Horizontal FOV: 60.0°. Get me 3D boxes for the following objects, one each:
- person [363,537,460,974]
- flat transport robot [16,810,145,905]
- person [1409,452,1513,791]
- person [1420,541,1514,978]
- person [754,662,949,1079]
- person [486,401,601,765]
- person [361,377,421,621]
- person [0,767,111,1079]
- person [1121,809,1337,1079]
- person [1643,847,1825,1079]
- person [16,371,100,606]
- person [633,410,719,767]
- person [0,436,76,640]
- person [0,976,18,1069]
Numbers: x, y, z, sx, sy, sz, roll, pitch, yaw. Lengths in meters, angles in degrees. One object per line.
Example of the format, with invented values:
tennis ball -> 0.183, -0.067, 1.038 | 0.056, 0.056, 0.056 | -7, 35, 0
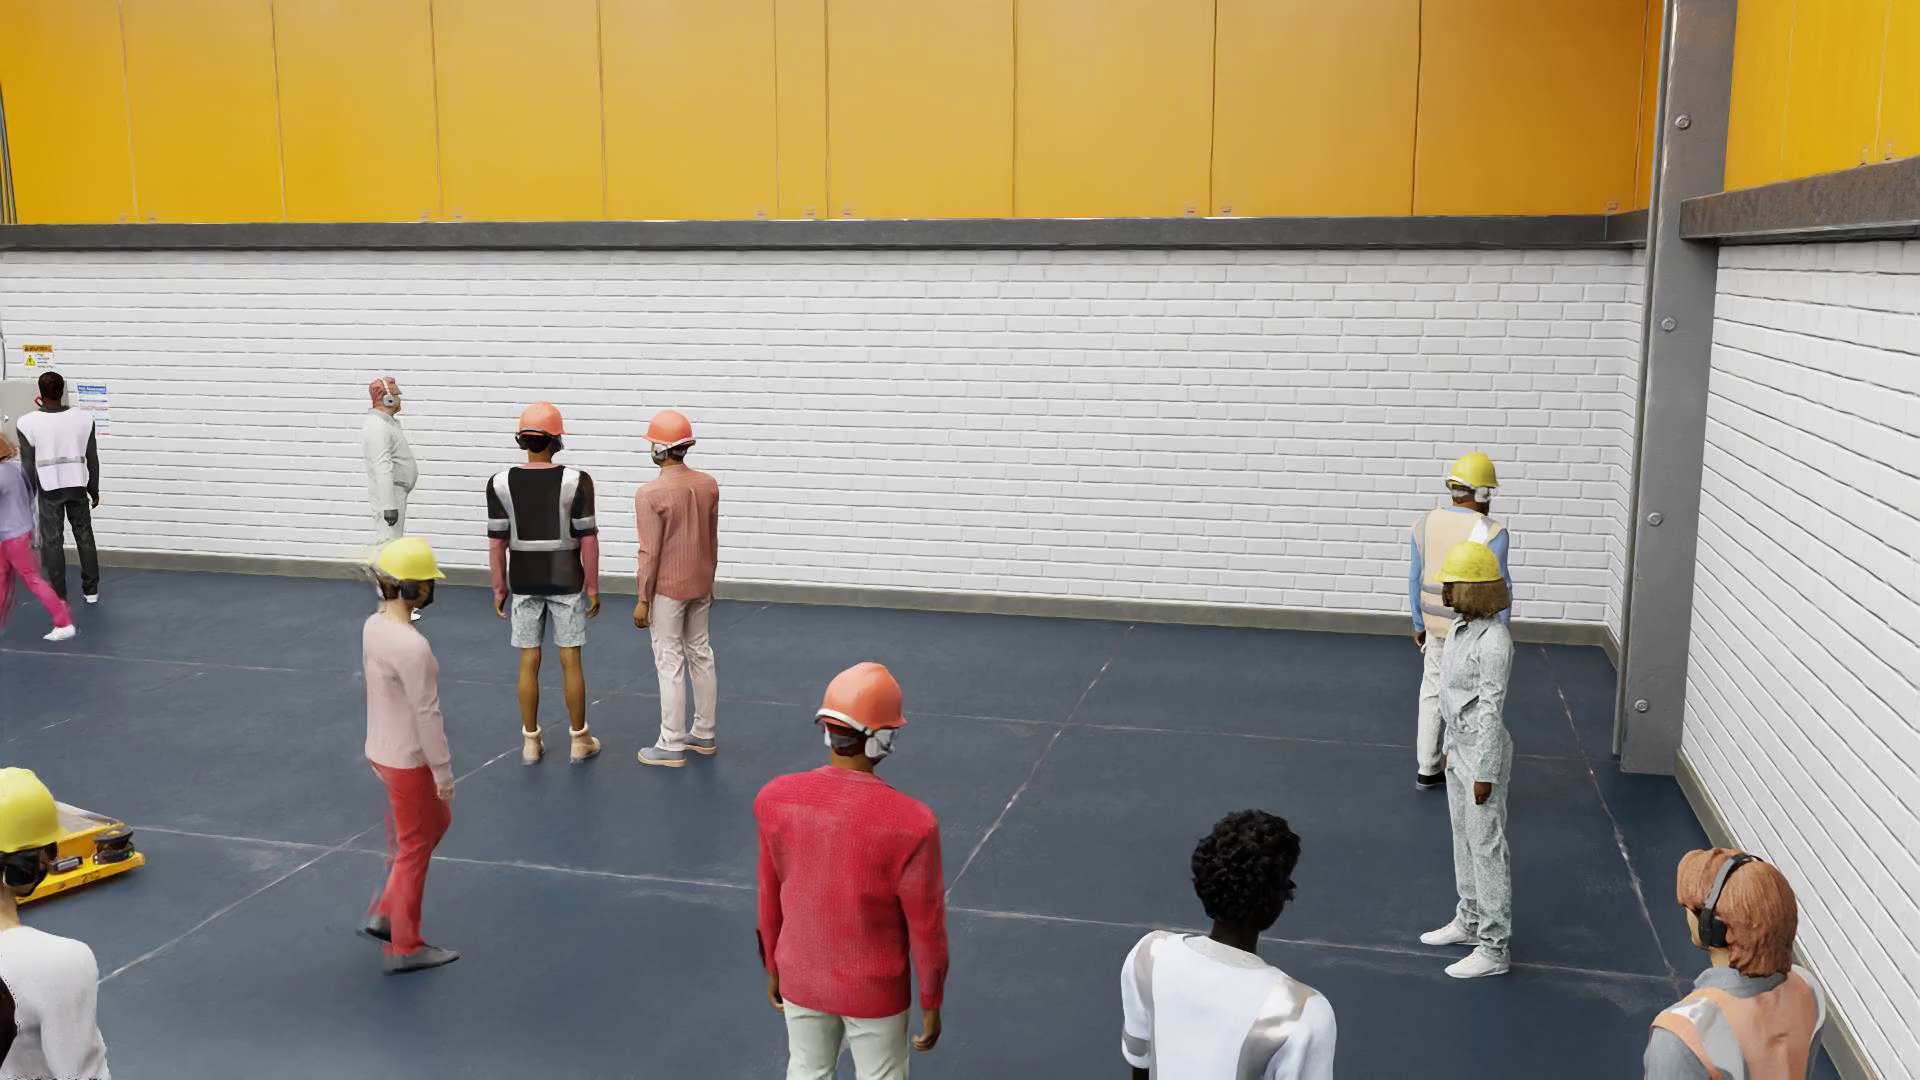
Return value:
person -> -2.155, 0.854, 6.587 | 0.370, 1.753, 0.534 | -7, 12, -35
flat transport robot -> -4.530, 1.395, 7.760 | 1.431, 0.197, 0.652 | 6, 11, 32
person -> 2.639, 0.452, 8.731 | 0.403, 1.827, 0.601 | -7, 12, -35
person -> 2.021, 0.860, 6.622 | 0.343, 1.735, 0.484 | 0, 10, -1
person -> -0.292, 1.195, 4.619 | 0.577, 1.738, 0.354 | 4, 10, 23
person -> -2.315, 0.245, 9.320 | 0.605, 2.045, 0.388 | 0, 10, -1
person -> -4.456, -0.322, 13.052 | 0.409, 1.910, 0.651 | -3, 10, -18
person -> -2.044, 1.358, 3.617 | 0.547, 1.753, 0.393 | 2, 10, 14
person -> 0.566, 1.402, 3.557 | 0.319, 1.687, 0.539 | -9, 13, -44
person -> 1.580, 1.440, 3.474 | 0.515, 1.641, 0.309 | -7, 12, -34
person -> -7.320, -0.411, 13.553 | 0.391, 1.920, 0.593 | 9, 13, 44
person -> -1.591, 0.268, 9.323 | 0.375, 1.997, 0.612 | 6, 11, 32
person -> -6.977, -0.023, 12.228 | 0.824, 1.586, 0.508 | -2, 10, -13
person -> -1.433, 1.494, 2.484 | 0.309, 1.868, 0.534 | -8, 12, -38
